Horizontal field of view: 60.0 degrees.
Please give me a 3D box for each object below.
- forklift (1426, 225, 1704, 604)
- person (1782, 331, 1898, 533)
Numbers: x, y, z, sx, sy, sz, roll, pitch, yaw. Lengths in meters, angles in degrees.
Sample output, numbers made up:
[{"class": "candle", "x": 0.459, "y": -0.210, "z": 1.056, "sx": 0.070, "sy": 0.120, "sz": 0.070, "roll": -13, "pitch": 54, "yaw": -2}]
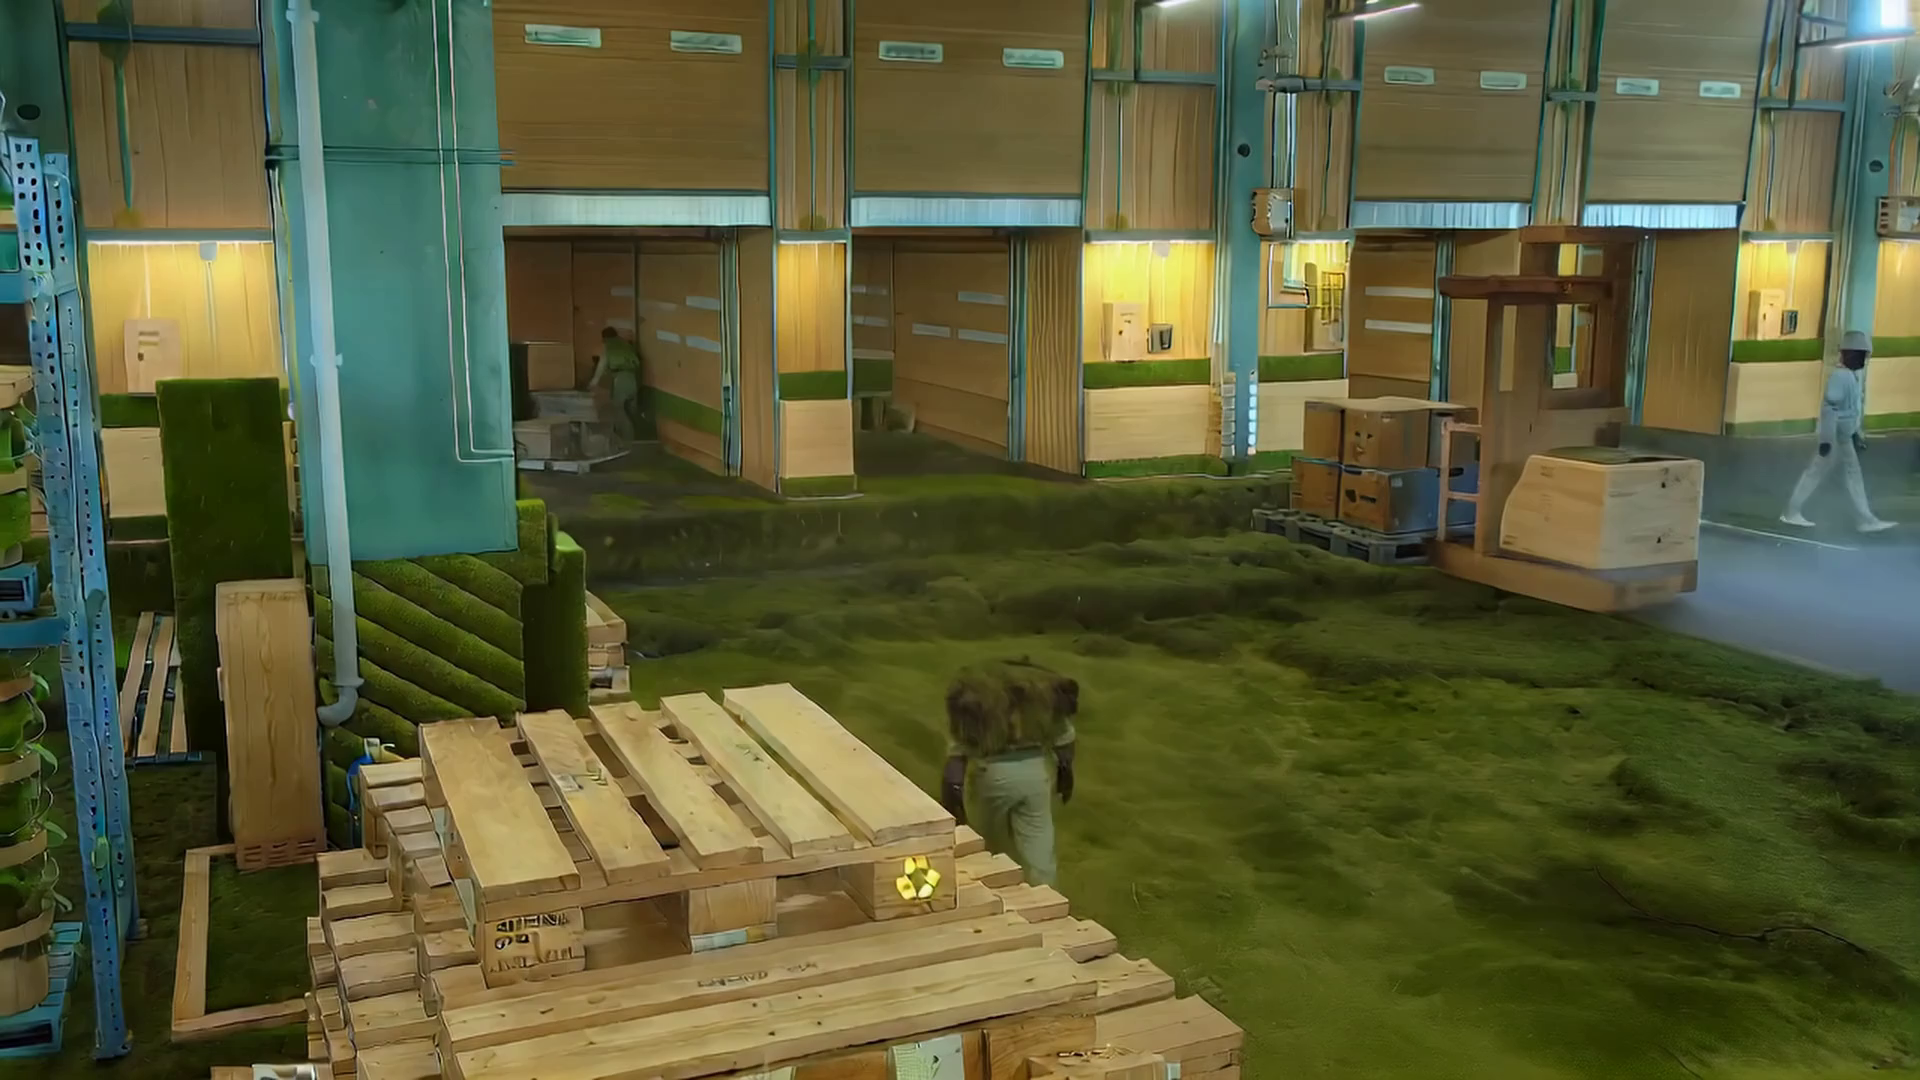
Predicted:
[{"class": "forklift", "x": 4.755, "y": -1.046, "z": 12.953, "sx": 1.129, "sy": 2.768, "sz": 1.873, "roll": -4, "pitch": 11, "yaw": -23}, {"class": "person", "x": 8.247, "y": -1.009, "z": 15.515, "sx": 0.979, "sy": 1.872, "sz": 0.610, "roll": 6, "pitch": 12, "yaw": 30}]
